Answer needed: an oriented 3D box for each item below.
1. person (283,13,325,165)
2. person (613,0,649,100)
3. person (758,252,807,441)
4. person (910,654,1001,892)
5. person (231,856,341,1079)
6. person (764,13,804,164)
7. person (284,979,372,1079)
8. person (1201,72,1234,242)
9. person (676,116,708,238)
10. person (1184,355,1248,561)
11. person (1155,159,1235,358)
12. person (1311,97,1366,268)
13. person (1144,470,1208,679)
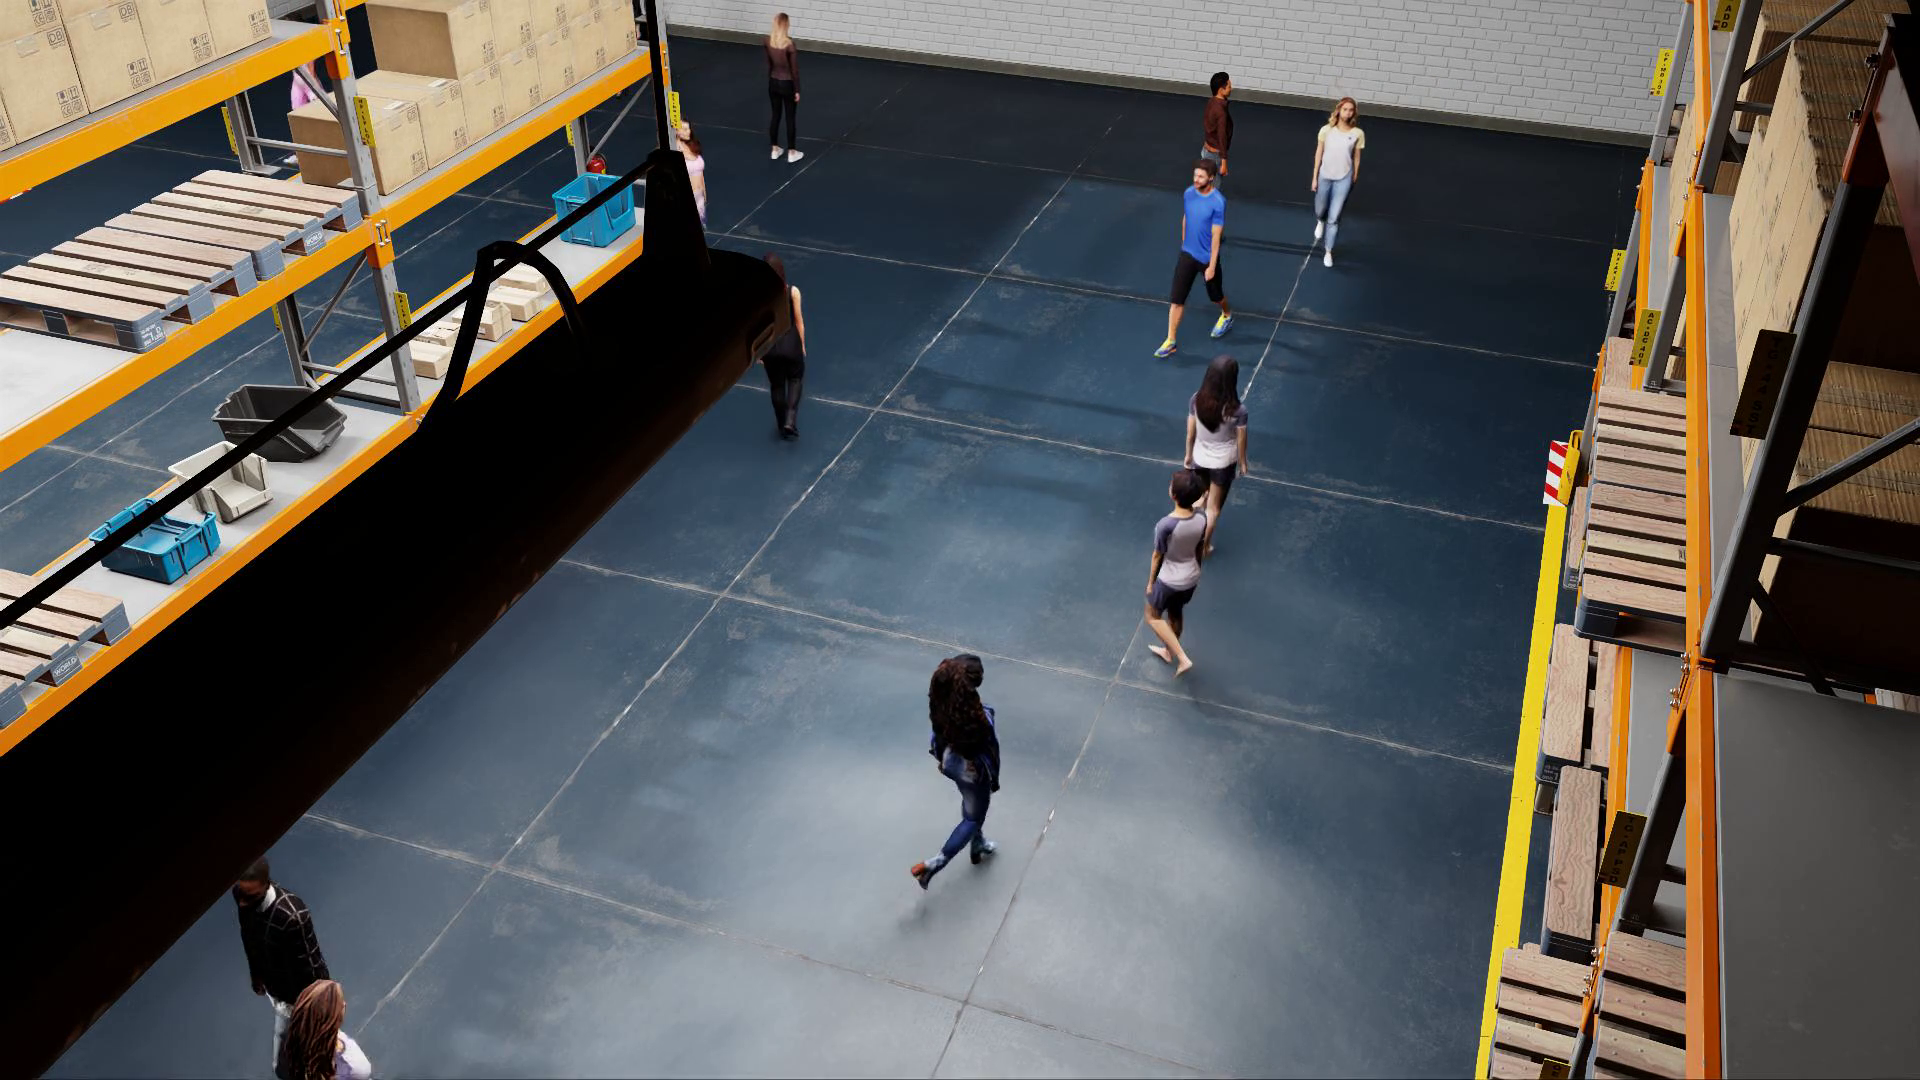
[{"bbox_3d":[-7.487,-5.249,19.279,0.687,1.719,0.980,16,37,23],"label":"person"},{"bbox_3d":[-4.129,-6.554,21.273,0.762,1.686,1.264,20,39,27],"label":"person"},{"bbox_3d":[-1.480,-1.546,13.744,0.745,1.678,0.844,-2,34,-3],"label":"person"},{"bbox_3d":[0.001,1.350,9.462,1.053,1.597,0.877,-29,43,-36],"label":"person"},{"bbox_3d":[-3.149,2.130,8.101,0.838,1.804,0.816,29,43,36],"label":"person"},{"bbox_3d":[-2.064,-5.249,19.296,0.633,1.700,0.571,18,38,25],"label":"person"},{"bbox_3d":[-2.822,2.658,7.393,0.820,1.709,0.748,-25,41,-32],"label":"person"},{"bbox_3d":[2.651,-4.001,17.345,0.780,1.782,0.642,-5,34,-7],"label":"person"},{"bbox_3d":[-2.712,-3.322,16.354,0.804,1.747,1.020,21,39,28],"label":"person"},{"bbox_3d":[1.835,-0.560,12.248,0.662,1.694,0.676,19,38,27],"label":"person"},{"bbox_3d":[2.271,-2.607,15.210,0.970,1.823,1.329,27,42,34],"label":"person"},{"bbox_3d":[3.803,-3.691,16.951,0.745,1.701,1.105,6,34,8],"label":"person"},{"bbox_3d":[1.477,0.262,11.141,0.826,1.550,0.865,-19,38,-27],"label":"person"}]
